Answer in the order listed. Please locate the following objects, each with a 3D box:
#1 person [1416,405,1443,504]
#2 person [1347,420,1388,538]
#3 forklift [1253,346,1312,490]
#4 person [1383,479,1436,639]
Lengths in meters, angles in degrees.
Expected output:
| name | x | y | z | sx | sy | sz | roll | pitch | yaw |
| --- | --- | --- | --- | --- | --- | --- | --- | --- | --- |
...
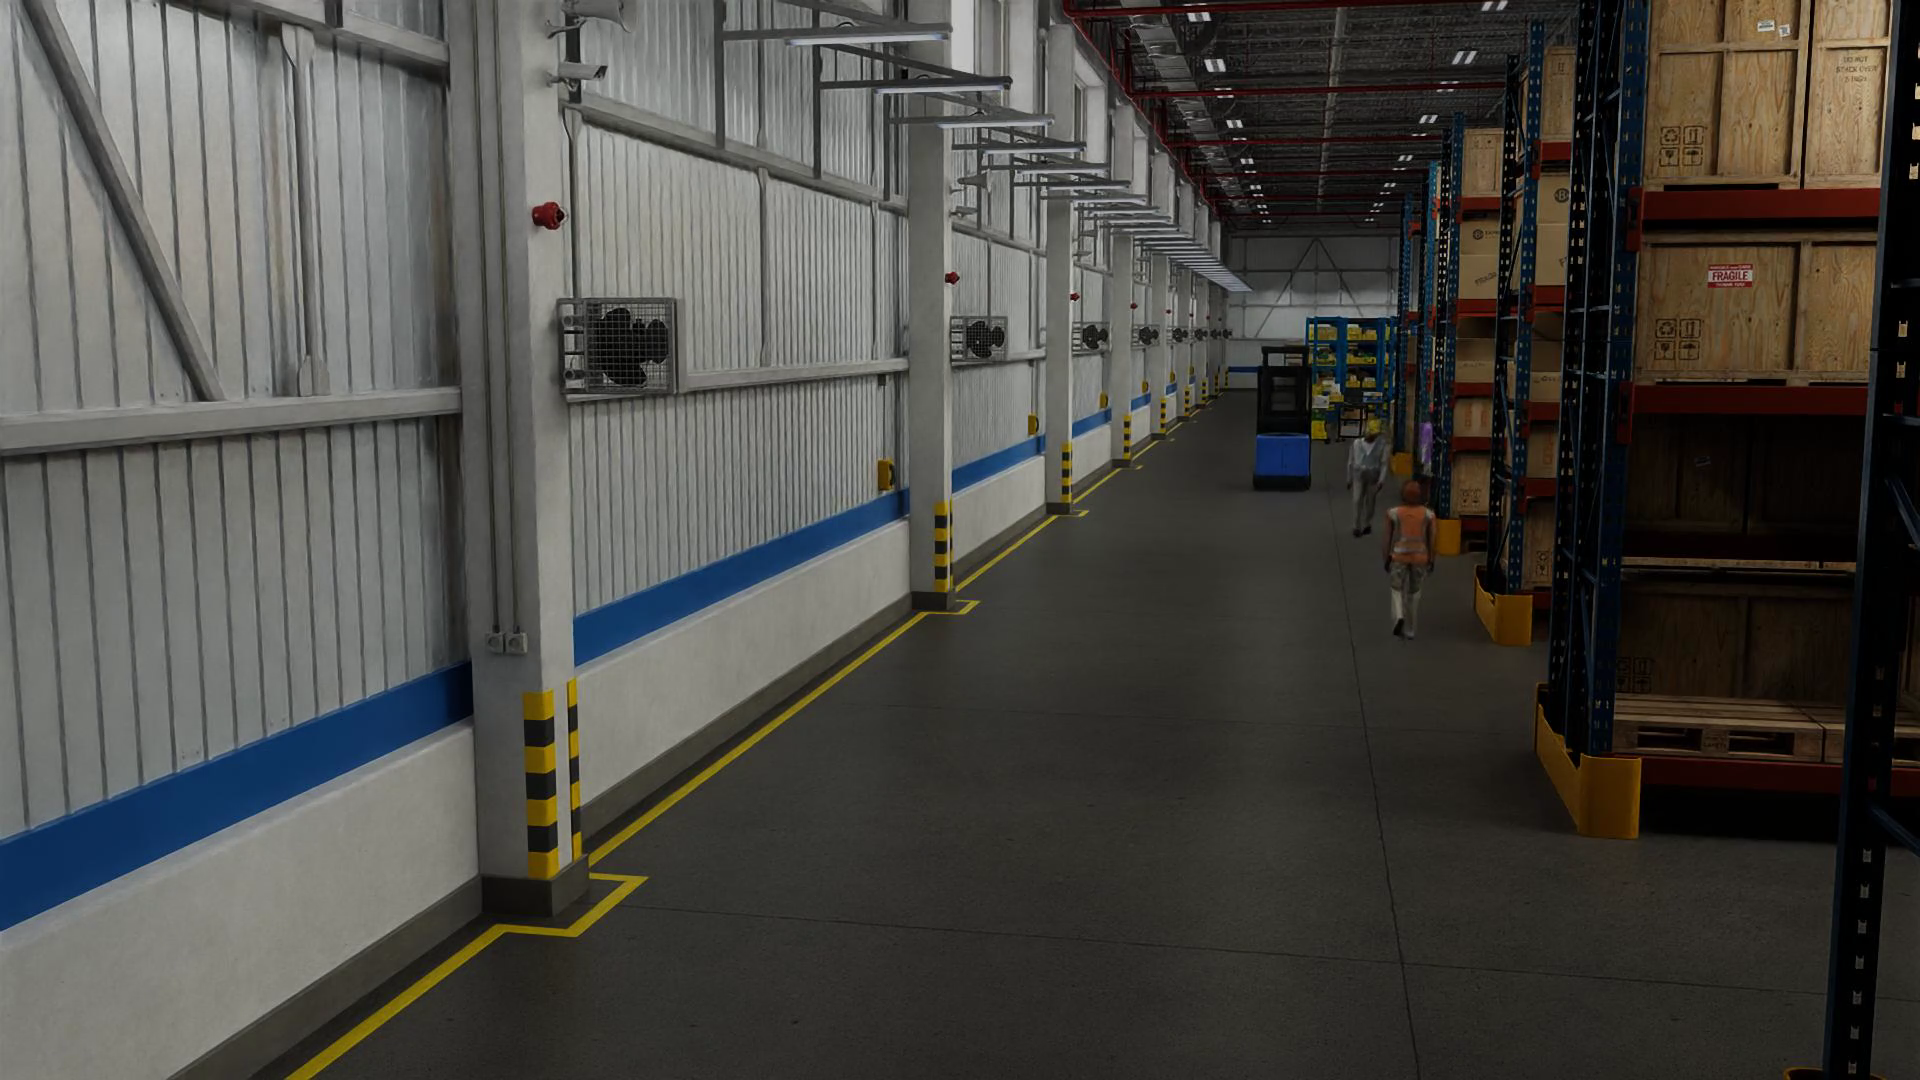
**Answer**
| name | x | y | z | sx | sy | sz | roll | pitch | yaw |
| --- | --- | --- | --- | --- | --- | --- | --- | --- | --- |
| person | 8.196 | -1.420 | 28.748 | 0.973 | 1.886 | 0.546 | 4 | 8 | 32 |
| person | 6.161 | -0.929 | 25.186 | 0.602 | 1.787 | 0.842 | 2 | 7 | 18 |
| forklift | 6.424 | -2.448 | 32.990 | 1.129 | 2.768 | 1.873 | 1 | 7 | 12 |
| person | 4.527 | 0.204 | 16.735 | 0.519 | 1.628 | 0.411 | 2 | 7 | 13 |
